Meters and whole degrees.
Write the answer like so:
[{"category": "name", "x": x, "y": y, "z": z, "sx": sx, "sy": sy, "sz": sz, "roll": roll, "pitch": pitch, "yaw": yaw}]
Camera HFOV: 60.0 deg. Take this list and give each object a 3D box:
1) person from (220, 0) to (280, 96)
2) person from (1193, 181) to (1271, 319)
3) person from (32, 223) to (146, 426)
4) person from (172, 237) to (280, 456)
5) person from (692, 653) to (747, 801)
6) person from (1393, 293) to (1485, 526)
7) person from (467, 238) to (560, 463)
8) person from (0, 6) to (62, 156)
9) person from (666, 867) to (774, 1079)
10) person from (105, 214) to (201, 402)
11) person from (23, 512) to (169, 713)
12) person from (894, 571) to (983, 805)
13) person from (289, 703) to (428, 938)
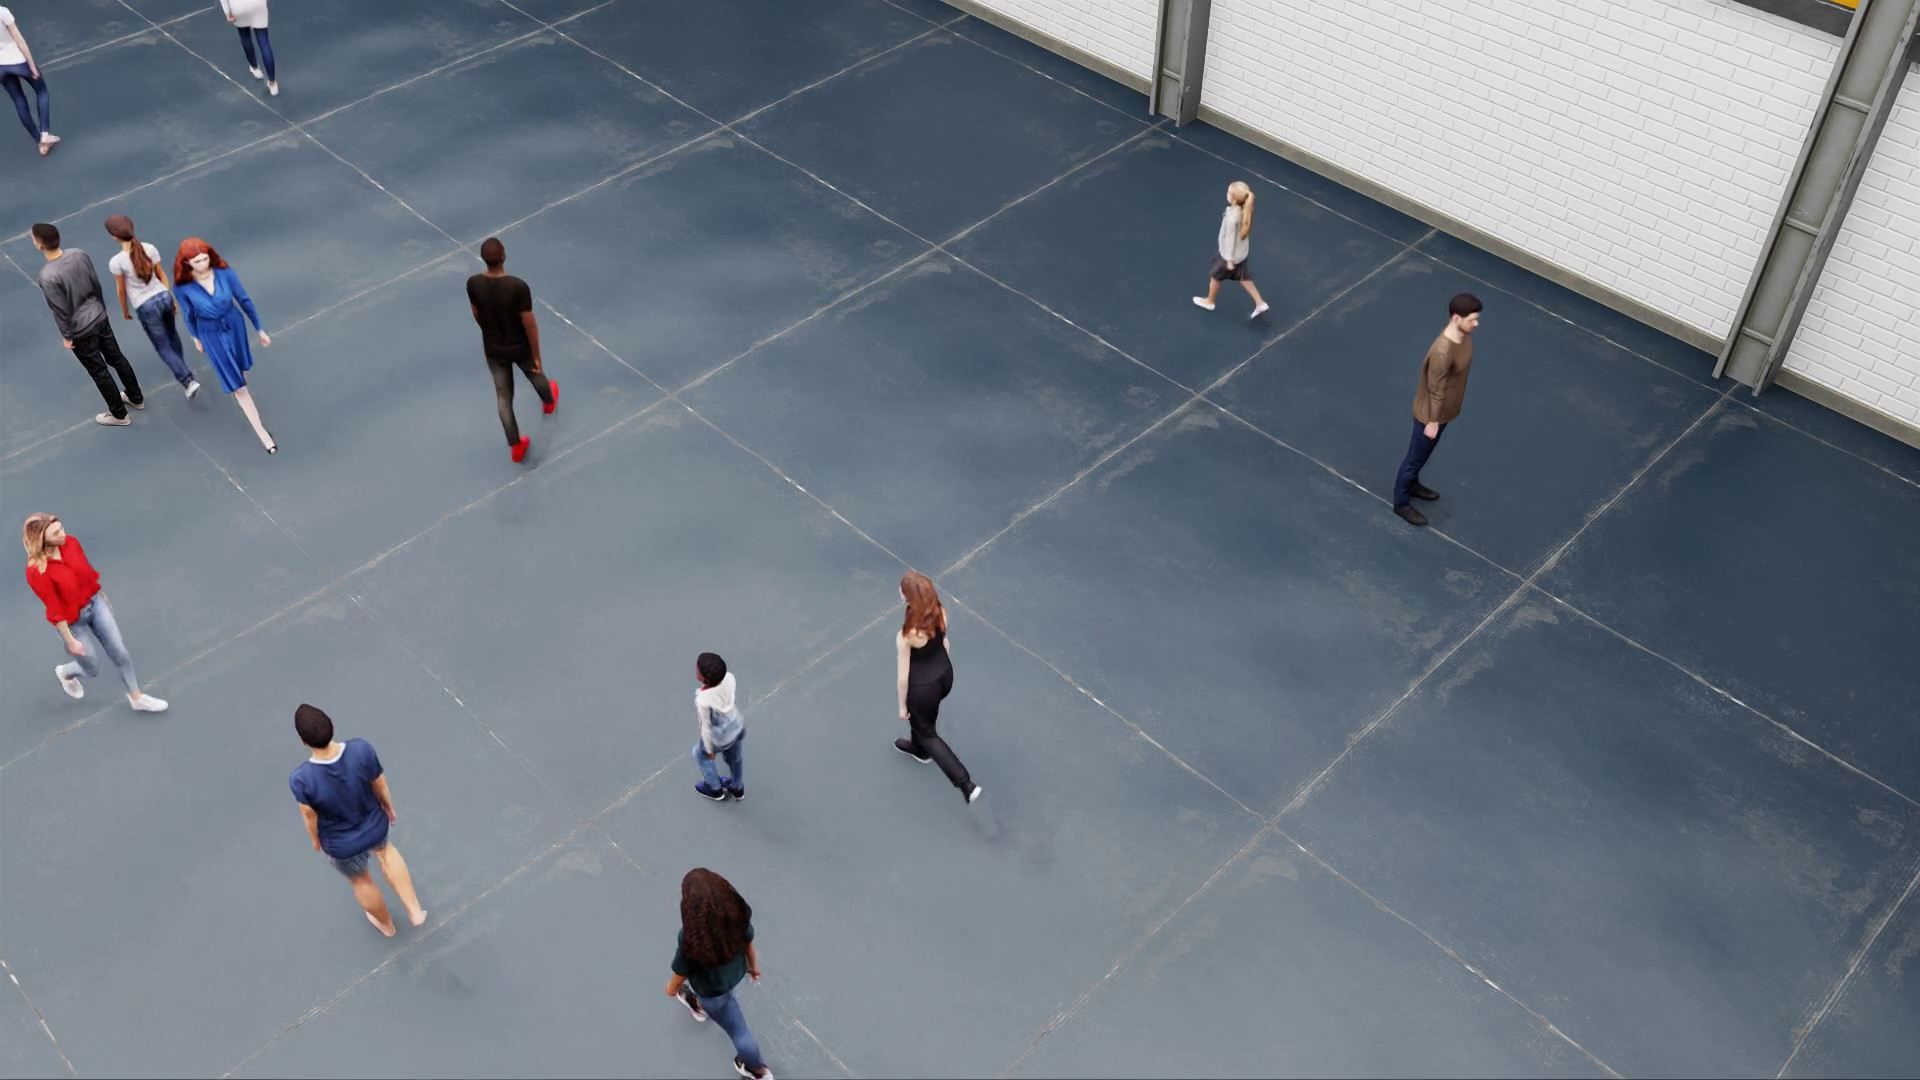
[{"category": "person", "x": -6.995, "y": -5.220, "z": 16.354, "sx": 0.797, "sy": 1.753, "sz": 0.978, "roll": -17, "pitch": 46, "yaw": -17}, {"category": "person", "x": 2.319, "y": -2.367, "z": 13.723, "sx": 0.919, "sy": 1.252, "sz": 0.610, "roll": 26, "pitch": 49, "yaw": 25}, {"category": "person", "x": -6.618, "y": -1.639, "z": 12.590, "sx": 0.696, "sy": 1.761, "sz": 0.698, "roll": 12, "pitch": 45, "yaw": 13}, {"category": "person", "x": -5.539, "y": -1.545, "z": 12.483, "sx": 0.743, "sy": 1.771, "sz": 1.188, "roll": -31, "pitch": 52, "yaw": -28}, {"category": "person", "x": -1.406, "y": 1.159, "z": 10.023, "sx": 0.548, "sy": 1.250, "sz": 0.494, "roll": 30, "pitch": 51, "yaw": 28}, {"category": "person", "x": 3.372, "y": -0.955, "z": 11.781, "sx": 0.655, "sy": 1.886, "sz": 0.708, "roll": 20, "pitch": 47, "yaw": 20}, {"category": "person", "x": -3.359, "y": -1.350, "z": 12.281, "sx": 1.094, "sy": 1.768, "sz": 1.155, "roll": -1, "pitch": 44, "yaw": -1}, {"category": "person", "x": -8.838, "y": -4.359, "z": 15.468, "sx": 0.700, "sy": 1.729, "sz": 0.745, "roll": -5, "pitch": 44, "yaw": -5}, {"category": "person", "x": -1.181, "y": 2.308, "z": 8.575, "sx": 1.026, "sy": 1.584, "sz": 0.677, "roll": 27, "pitch": 50, "yaw": 26}, {"category": "person", "x": -6.238, "y": -1.796, "z": 12.916, "sx": 0.977, "sy": 1.538, "sz": 0.589, "roll": 29, "pitch": 51, "yaw": 27}, {"category": "person", "x": -5.556, "y": 0.486, "z": 10.407, "sx": 1.034, "sy": 1.695, "sz": 0.899, "roll": 9, "pitch": 44, "yaw": 9}, {"category": "person", "x": -0.125, "y": 0.918, "z": 9.940, "sx": 1.050, "sy": 1.713, "sz": 0.687, "roll": 33, "pitch": 53, "yaw": 30}, {"category": "person", "x": -3.275, "y": 1.626, "z": 9.110, "sx": 0.617, "sy": 1.833, "sz": 0.700, "roll": -34, "pitch": 53, "yaw": -30}]
